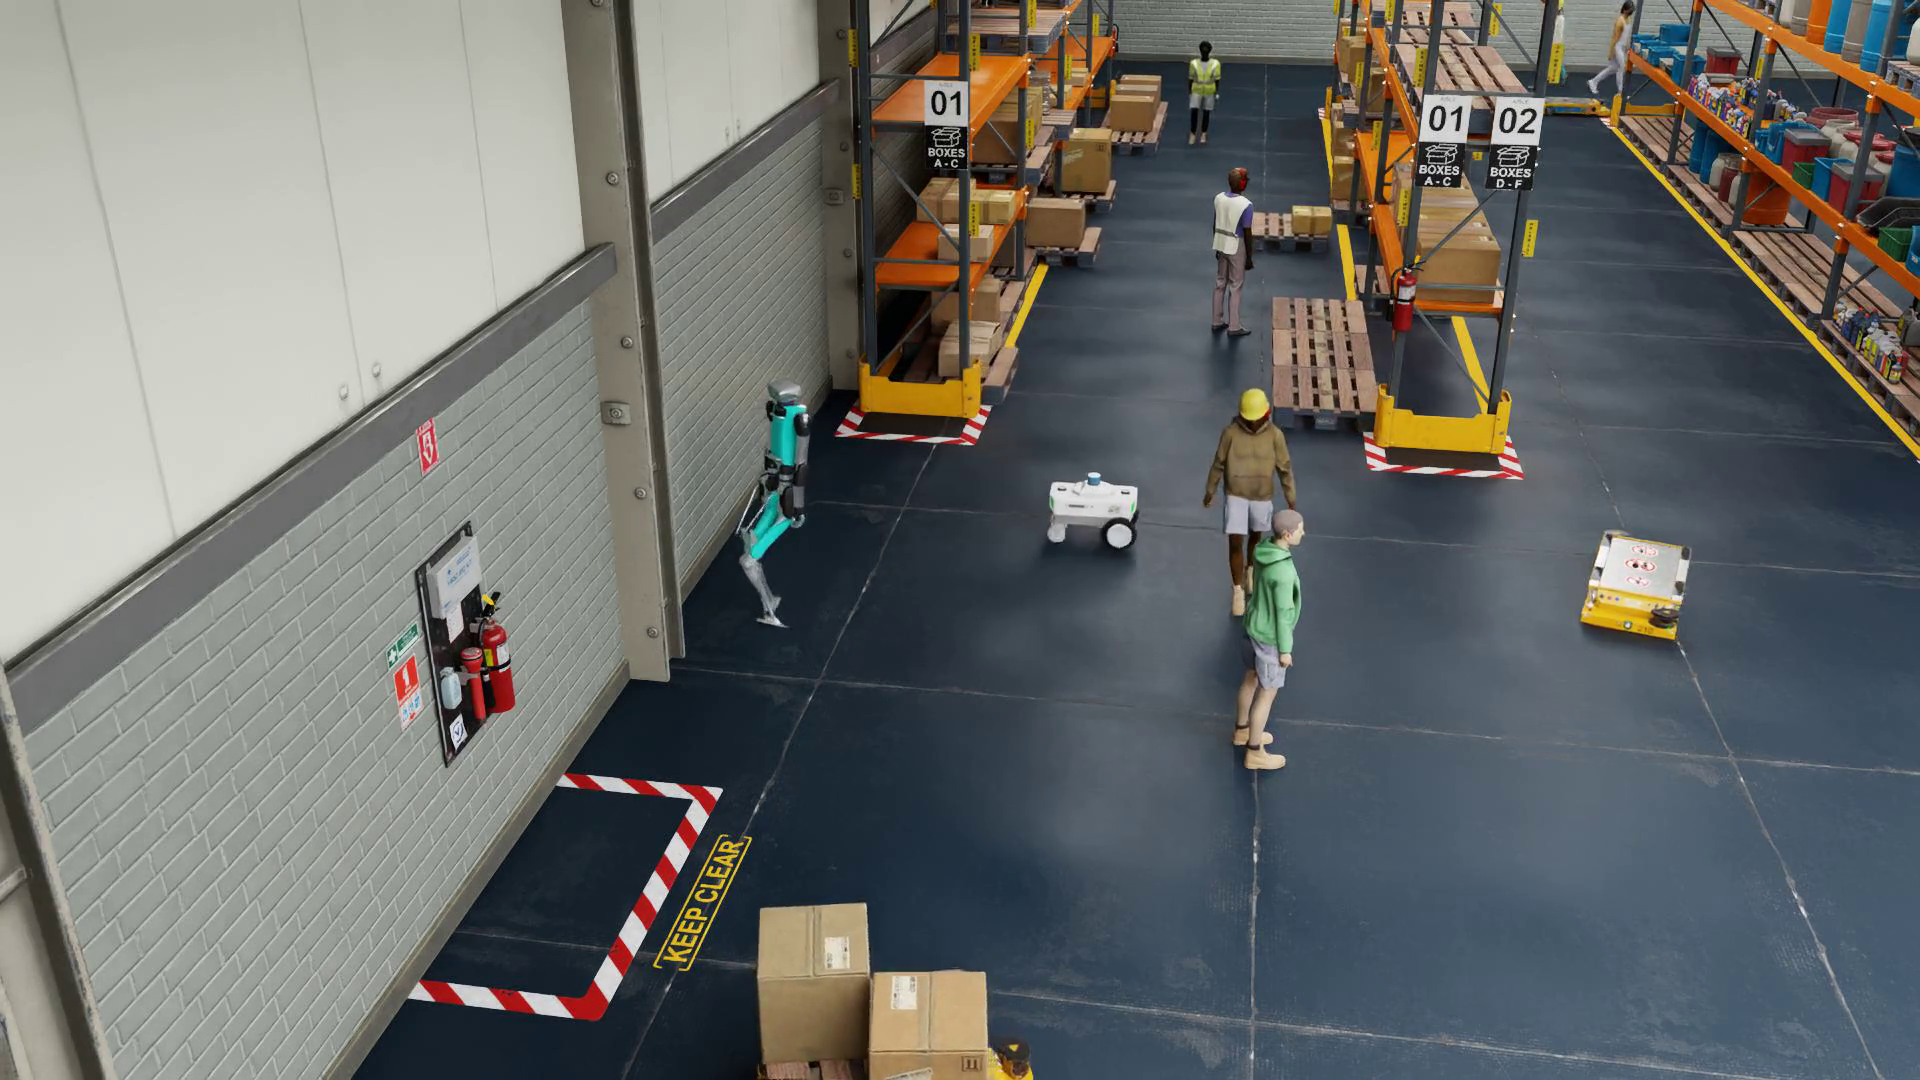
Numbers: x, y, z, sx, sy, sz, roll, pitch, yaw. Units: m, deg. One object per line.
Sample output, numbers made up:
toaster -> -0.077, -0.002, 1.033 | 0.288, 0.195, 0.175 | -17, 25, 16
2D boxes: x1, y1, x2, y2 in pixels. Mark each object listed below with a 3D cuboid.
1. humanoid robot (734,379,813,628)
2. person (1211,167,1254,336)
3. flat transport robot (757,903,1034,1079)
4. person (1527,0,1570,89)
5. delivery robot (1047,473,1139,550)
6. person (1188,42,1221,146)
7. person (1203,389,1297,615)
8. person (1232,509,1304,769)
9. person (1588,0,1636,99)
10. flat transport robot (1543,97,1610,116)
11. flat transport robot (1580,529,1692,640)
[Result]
humanoid robot -> -1.441, -0.243, 12.137 | 0.810, 1.768, 0.635 | -16, 30, -31
person -> 2.984, -3.159, 18.252 | 0.391, 1.849, 0.563 | -17, 30, -31
flat transport robot -> -0.332, 2.660, 7.665 | 1.431, 0.231, 0.659 | -4, 25, -9
person -> 11.533, -9.635, 32.245 | 0.800, 1.727, 0.526 | -2, 25, -5
delivery robot -> 1.106, -0.248, 13.570 | 0.812, 0.611, 0.499 | 3, 25, 7
person -> 4.015, -7.342, 27.416 | 0.544, 1.671, 0.690 | 4, 25, 8
person -> 2.149, -0.301, 12.281 | 0.673, 1.714, 0.792 | 2, 25, 4
person -> 1.918, 0.609, 10.329 | 0.324, 1.735, 0.472 | -3, 25, -7
person -> 12.378, -9.273, 31.385 | 0.825, 1.817, 0.564 | 20, 32, 37
flat transport robot -> 11.004, -7.870, 30.203 | 1.431, 0.231, 0.659 | 4, 25, 9
flat transport robot -> 5.167, 0.323, 12.667 | 0.659, 0.231, 1.431 | 11, 27, 23
